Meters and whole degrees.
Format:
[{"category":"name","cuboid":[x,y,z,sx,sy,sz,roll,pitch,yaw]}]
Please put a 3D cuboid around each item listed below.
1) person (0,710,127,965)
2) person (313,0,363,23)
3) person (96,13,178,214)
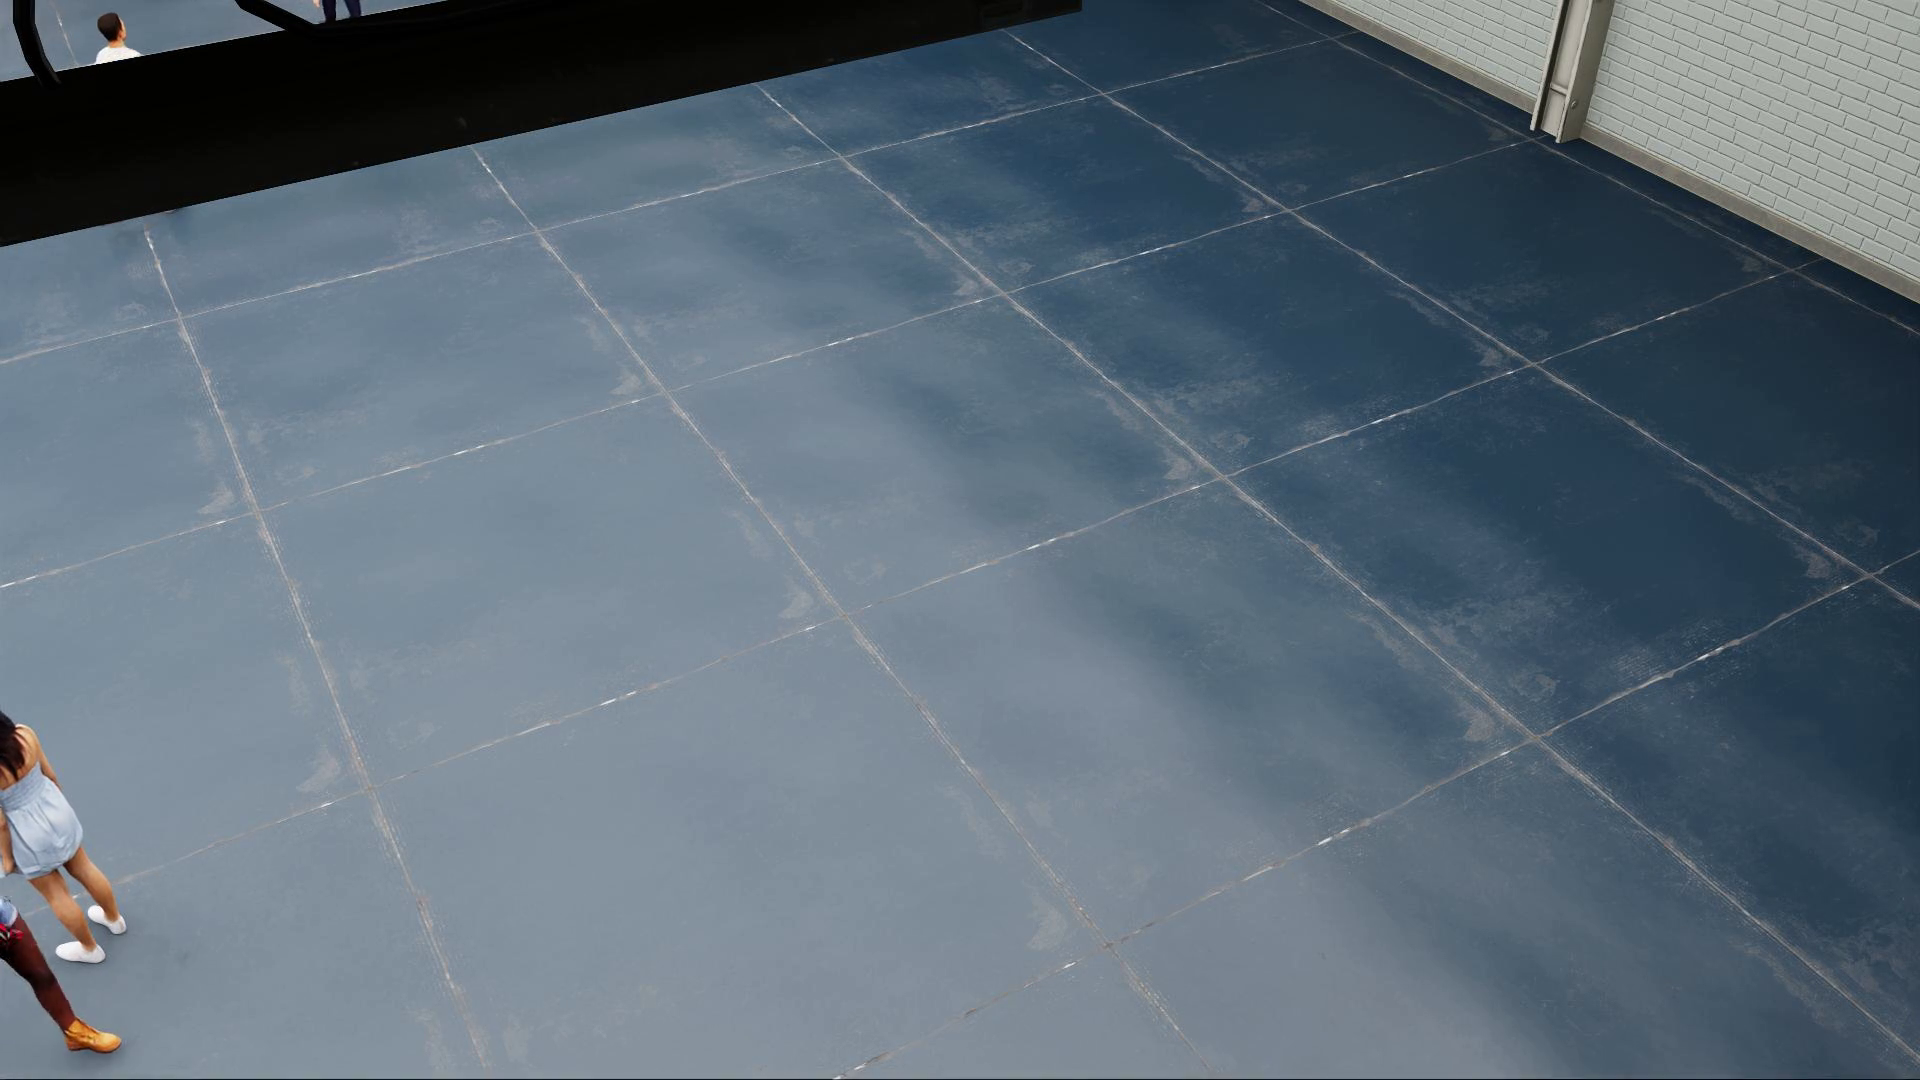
[{"category":"person","cuboid":[-4.447,1.388,8.006,0.718,1.730,0.671,12,39,14]},{"category":"person","cuboid":[-6.448,-5.679,17.091,0.698,1.665,0.882,-16,41,-19]},{"category":"person","cuboid":[-7.125,-3.638,14.379,0.828,1.792,0.888,12,40,14]}]
